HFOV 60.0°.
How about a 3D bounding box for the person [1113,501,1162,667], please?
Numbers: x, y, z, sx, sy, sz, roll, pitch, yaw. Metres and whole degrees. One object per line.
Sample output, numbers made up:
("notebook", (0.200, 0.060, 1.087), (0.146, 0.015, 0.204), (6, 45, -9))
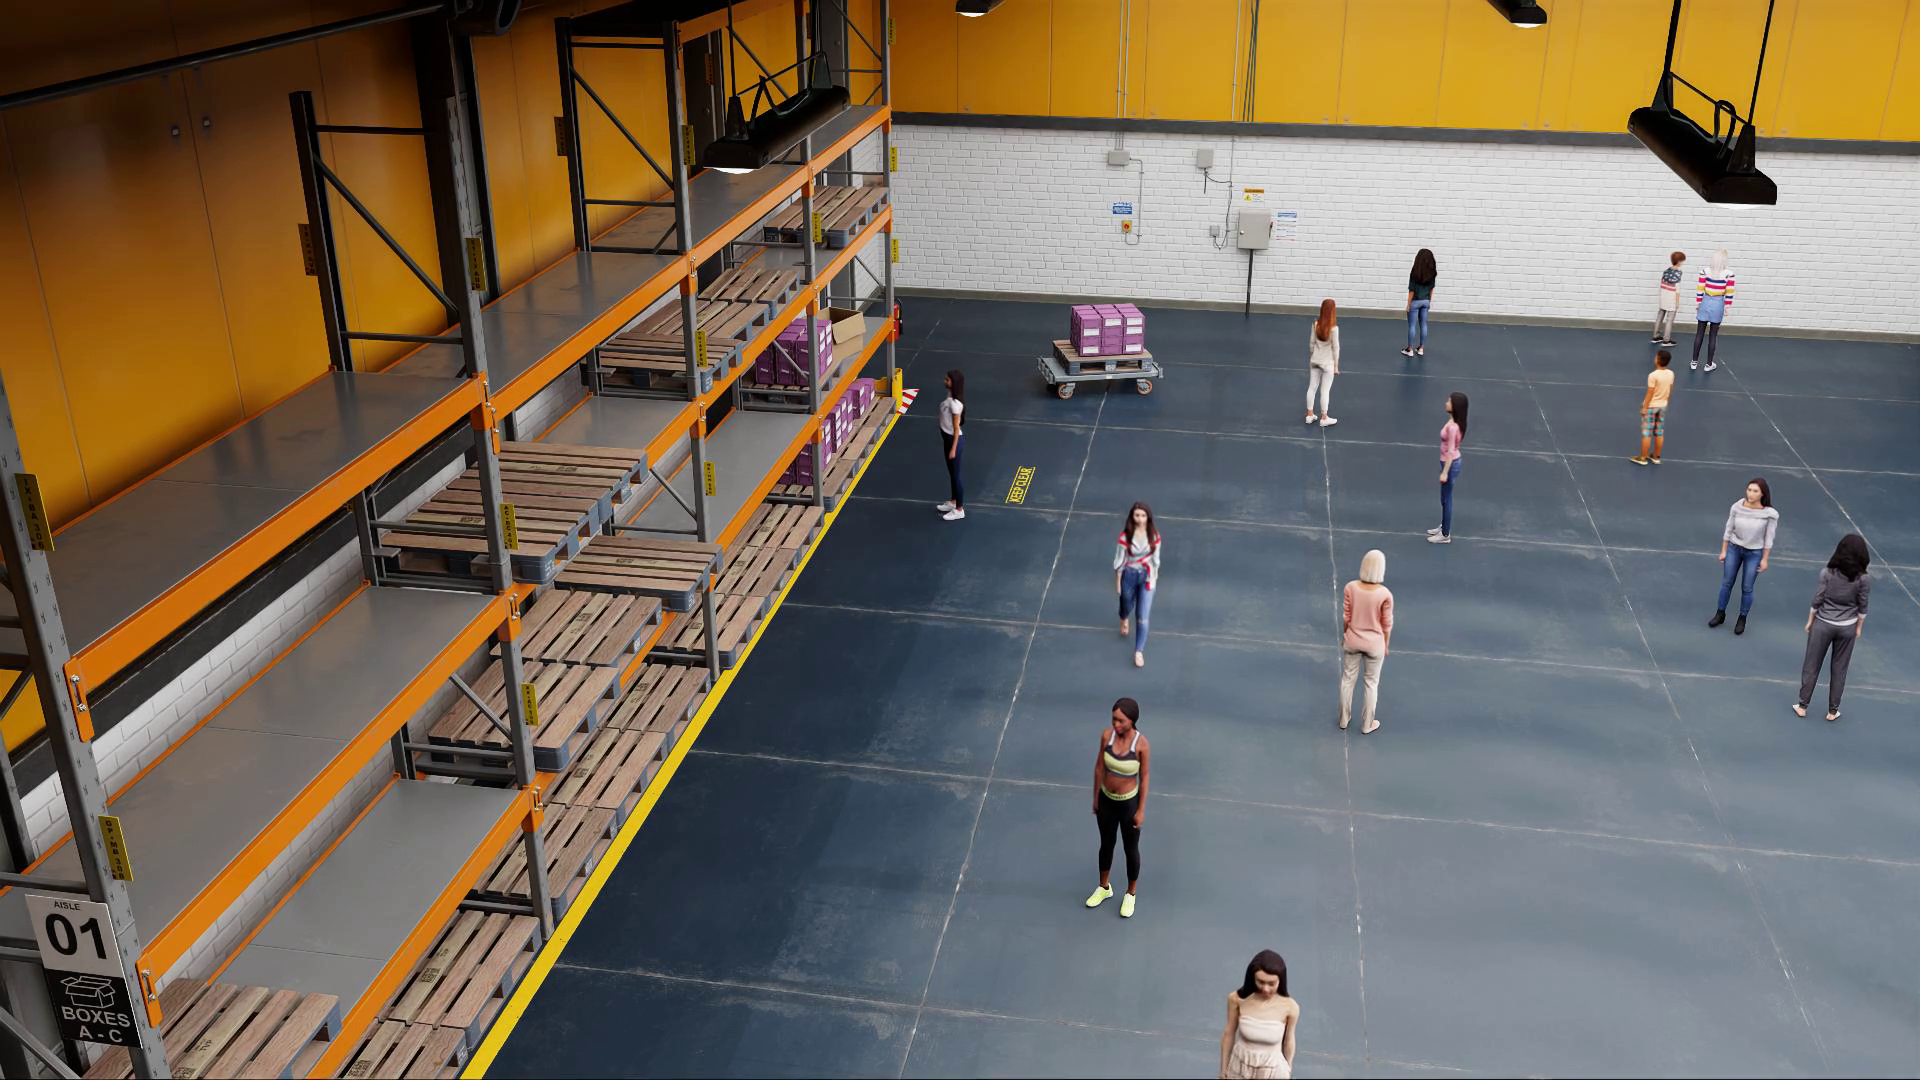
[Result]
("person", (1.689, 0.357, 15.964), (0.712, 1.594, 1.021), (0, 24, 0))

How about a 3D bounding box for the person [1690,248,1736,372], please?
("person", (10.948, -3.371, 24.223), (0.723, 1.809, 0.679), (15, 28, 31))

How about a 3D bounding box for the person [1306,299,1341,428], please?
("person", (4.798, -2.350, 22.007), (0.723, 1.713, 0.687), (-21, 31, -40))

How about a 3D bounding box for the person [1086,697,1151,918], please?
("person", (1.179, 1.925, 12.175), (0.616, 1.755, 0.605), (12, 26, 25))

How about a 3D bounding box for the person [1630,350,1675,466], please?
("person", (8.680, -1.663, 20.751), (0.600, 1.461, 0.615), (-8, 25, -18))

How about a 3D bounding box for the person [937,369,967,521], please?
("person", (-0.069, -1.106, 19.086), (0.713, 1.775, 0.573), (-4, 24, -10))

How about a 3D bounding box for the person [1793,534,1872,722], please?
("person", (7.774, 0.775, 14.796), (0.642, 1.764, 0.581), (9, 25, 20))

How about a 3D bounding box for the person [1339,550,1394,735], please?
("person", (3.551, 0.886, 14.591), (0.663, 1.725, 0.632), (12, 27, 26))

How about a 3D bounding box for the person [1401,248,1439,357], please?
("person", (6.885, -3.568, 24.914), (0.691, 1.617, 0.715), (-6, 24, -13))

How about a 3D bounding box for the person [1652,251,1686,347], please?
("person", (10.862, -3.708, 25.450), (0.646, 1.444, 0.549), (-9, 25, -20))

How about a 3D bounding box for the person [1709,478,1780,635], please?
("person", (7.750, 0.139, 16.417), (0.682, 1.631, 0.684), (19, 30, 37))

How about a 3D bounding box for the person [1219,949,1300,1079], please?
("person", (1.708, 3.077, 9.559), (0.574, 1.739, 0.527), (5, 24, 12))

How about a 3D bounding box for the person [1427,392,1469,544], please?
("person", (5.432, -0.813, 18.455), (0.668, 1.742, 0.500), (9, 25, 19))
